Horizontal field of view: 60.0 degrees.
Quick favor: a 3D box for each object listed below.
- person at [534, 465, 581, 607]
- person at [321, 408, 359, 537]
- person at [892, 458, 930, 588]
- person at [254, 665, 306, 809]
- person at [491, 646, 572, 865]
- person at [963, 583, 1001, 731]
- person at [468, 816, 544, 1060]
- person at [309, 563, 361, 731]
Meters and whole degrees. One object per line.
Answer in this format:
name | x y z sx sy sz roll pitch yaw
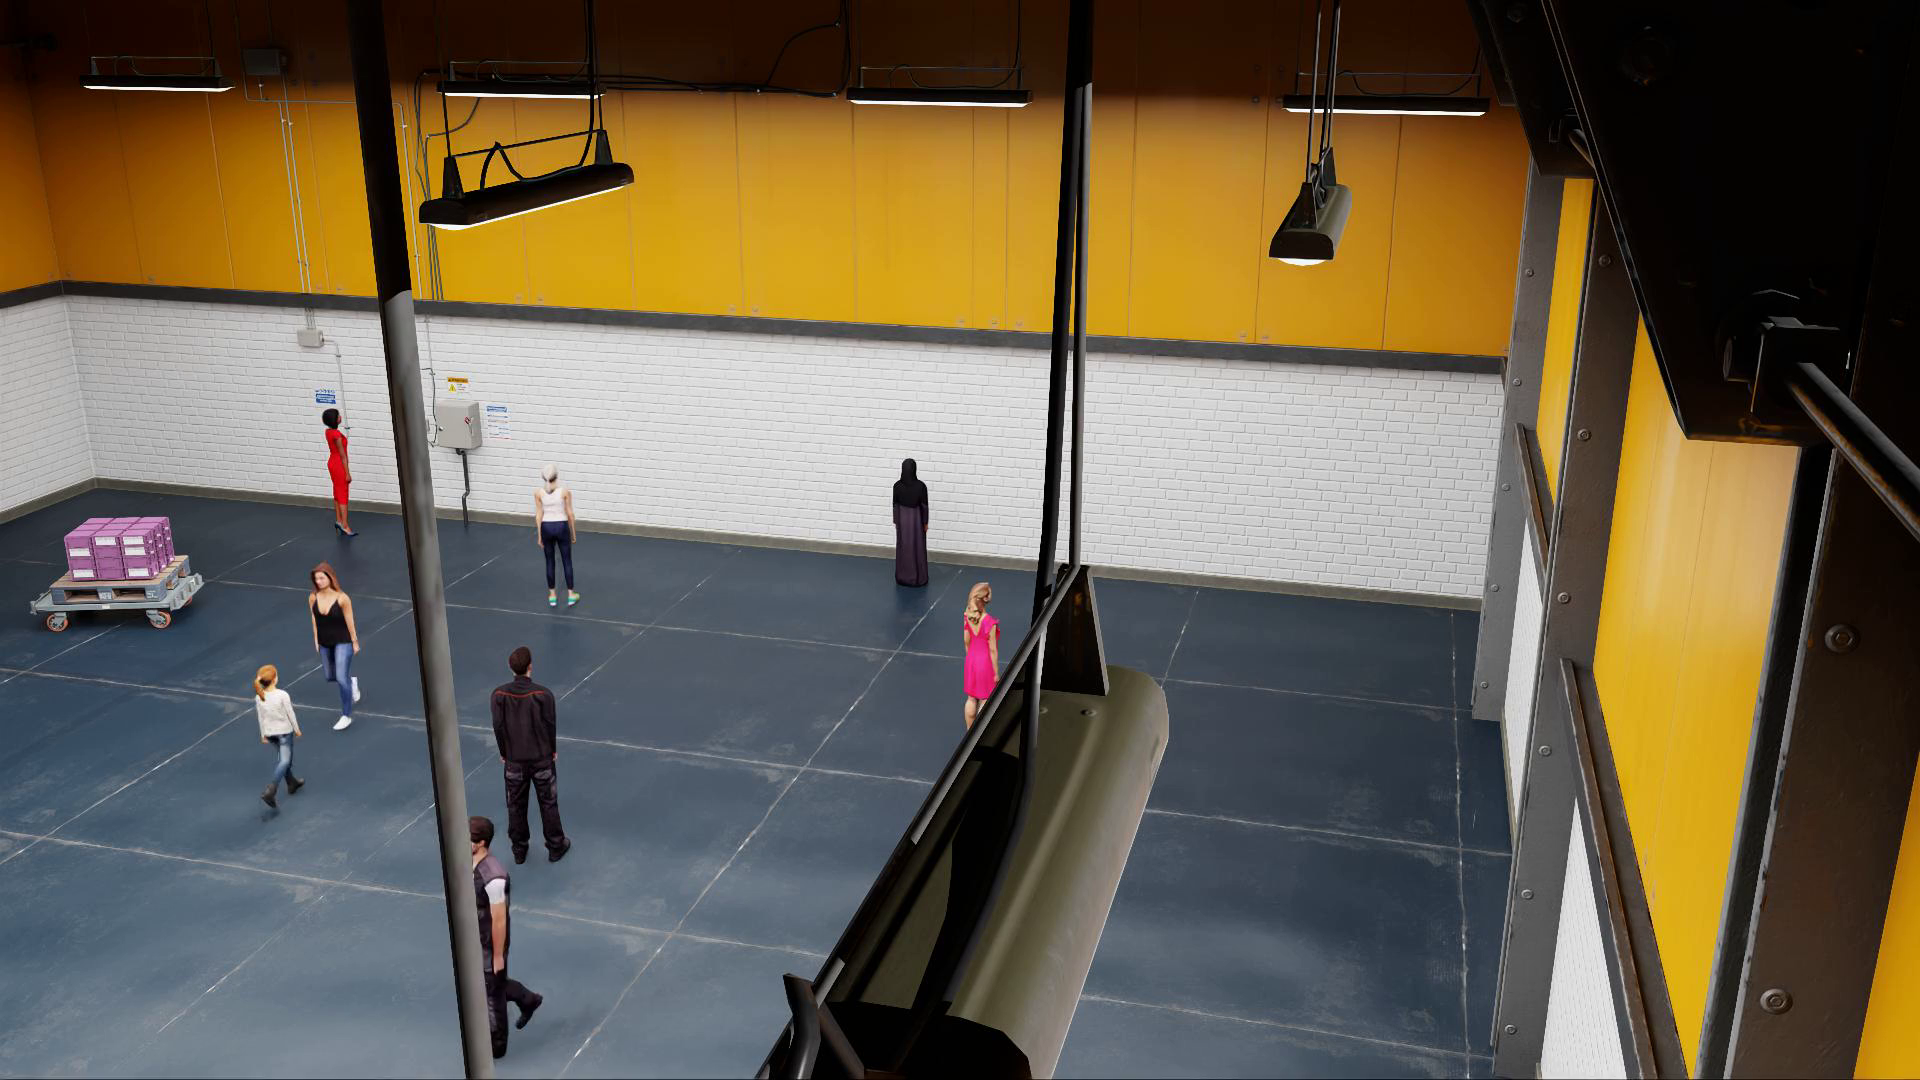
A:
person | -4.801 -0.065 19.754 0.679 1.702 0.661 -2 19 -7
person | -8.297 -0.914 22.219 0.685 1.740 0.649 -13 23 -35
person | -0.610 -0.231 20.385 0.612 1.615 0.598 3 19 10
person | -6.145 1.773 14.933 0.513 1.297 0.898 3 19 10
person | -3.599 1.795 13.900 0.753 1.914 0.701 -1 19 -2
person | 0.192 1.217 15.908 0.697 1.728 0.665 -16 24 -39
person | -3.152 2.688 11.362 1.000 1.842 0.925 -13 23 -34
person | -6.189 1.003 16.601 0.642 1.692 0.996 1 19 4
